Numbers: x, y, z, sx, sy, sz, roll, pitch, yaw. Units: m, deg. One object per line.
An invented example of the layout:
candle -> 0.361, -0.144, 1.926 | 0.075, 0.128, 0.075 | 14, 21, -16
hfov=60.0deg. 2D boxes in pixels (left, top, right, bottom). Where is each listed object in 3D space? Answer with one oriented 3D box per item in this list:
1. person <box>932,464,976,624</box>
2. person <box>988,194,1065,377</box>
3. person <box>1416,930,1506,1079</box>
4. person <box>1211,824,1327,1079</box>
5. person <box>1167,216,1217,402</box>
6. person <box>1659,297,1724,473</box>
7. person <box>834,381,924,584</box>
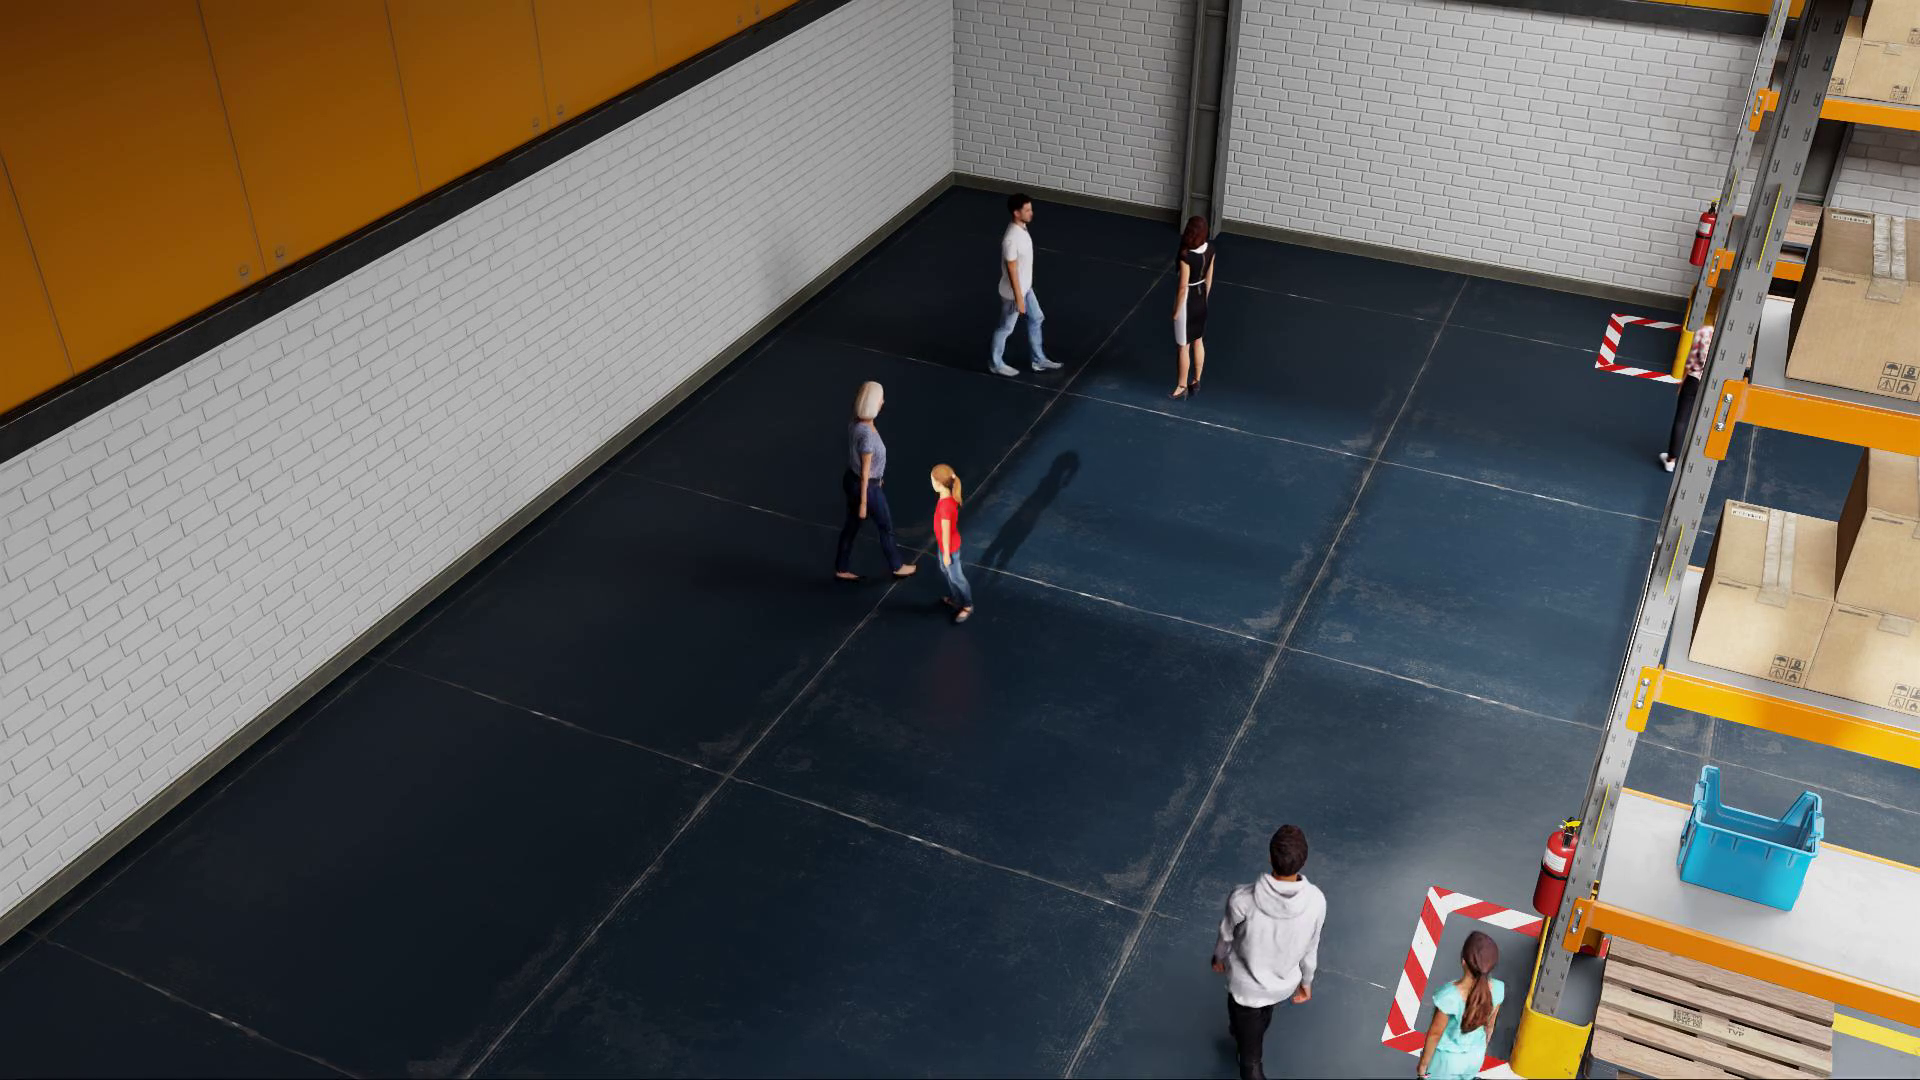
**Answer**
person -> -0.054, 0.041, 12.442 | 0.651, 1.282, 0.609 | -9, 35, -13
person -> 0.438, -2.370, 15.570 | 0.976, 1.834, 0.755 | 10, 35, 14
person -> 2.511, 2.618, 8.331 | 0.913, 1.541, 0.943 | -10, 35, -14
person -> 1.570, 2.317, 8.476 | 1.277, 1.882, 1.202 | -5, 34, -8
person -> 2.121, -2.113, 15.218 | 0.645, 1.797, 0.625 | -25, 41, -32
person -> 6.368, -1.322, 14.183 | 0.524, 1.625, 0.668 | 7, 34, 10
person -> -0.828, -0.387, 12.725 | 1.062, 1.681, 0.984 | -7, 34, -11
